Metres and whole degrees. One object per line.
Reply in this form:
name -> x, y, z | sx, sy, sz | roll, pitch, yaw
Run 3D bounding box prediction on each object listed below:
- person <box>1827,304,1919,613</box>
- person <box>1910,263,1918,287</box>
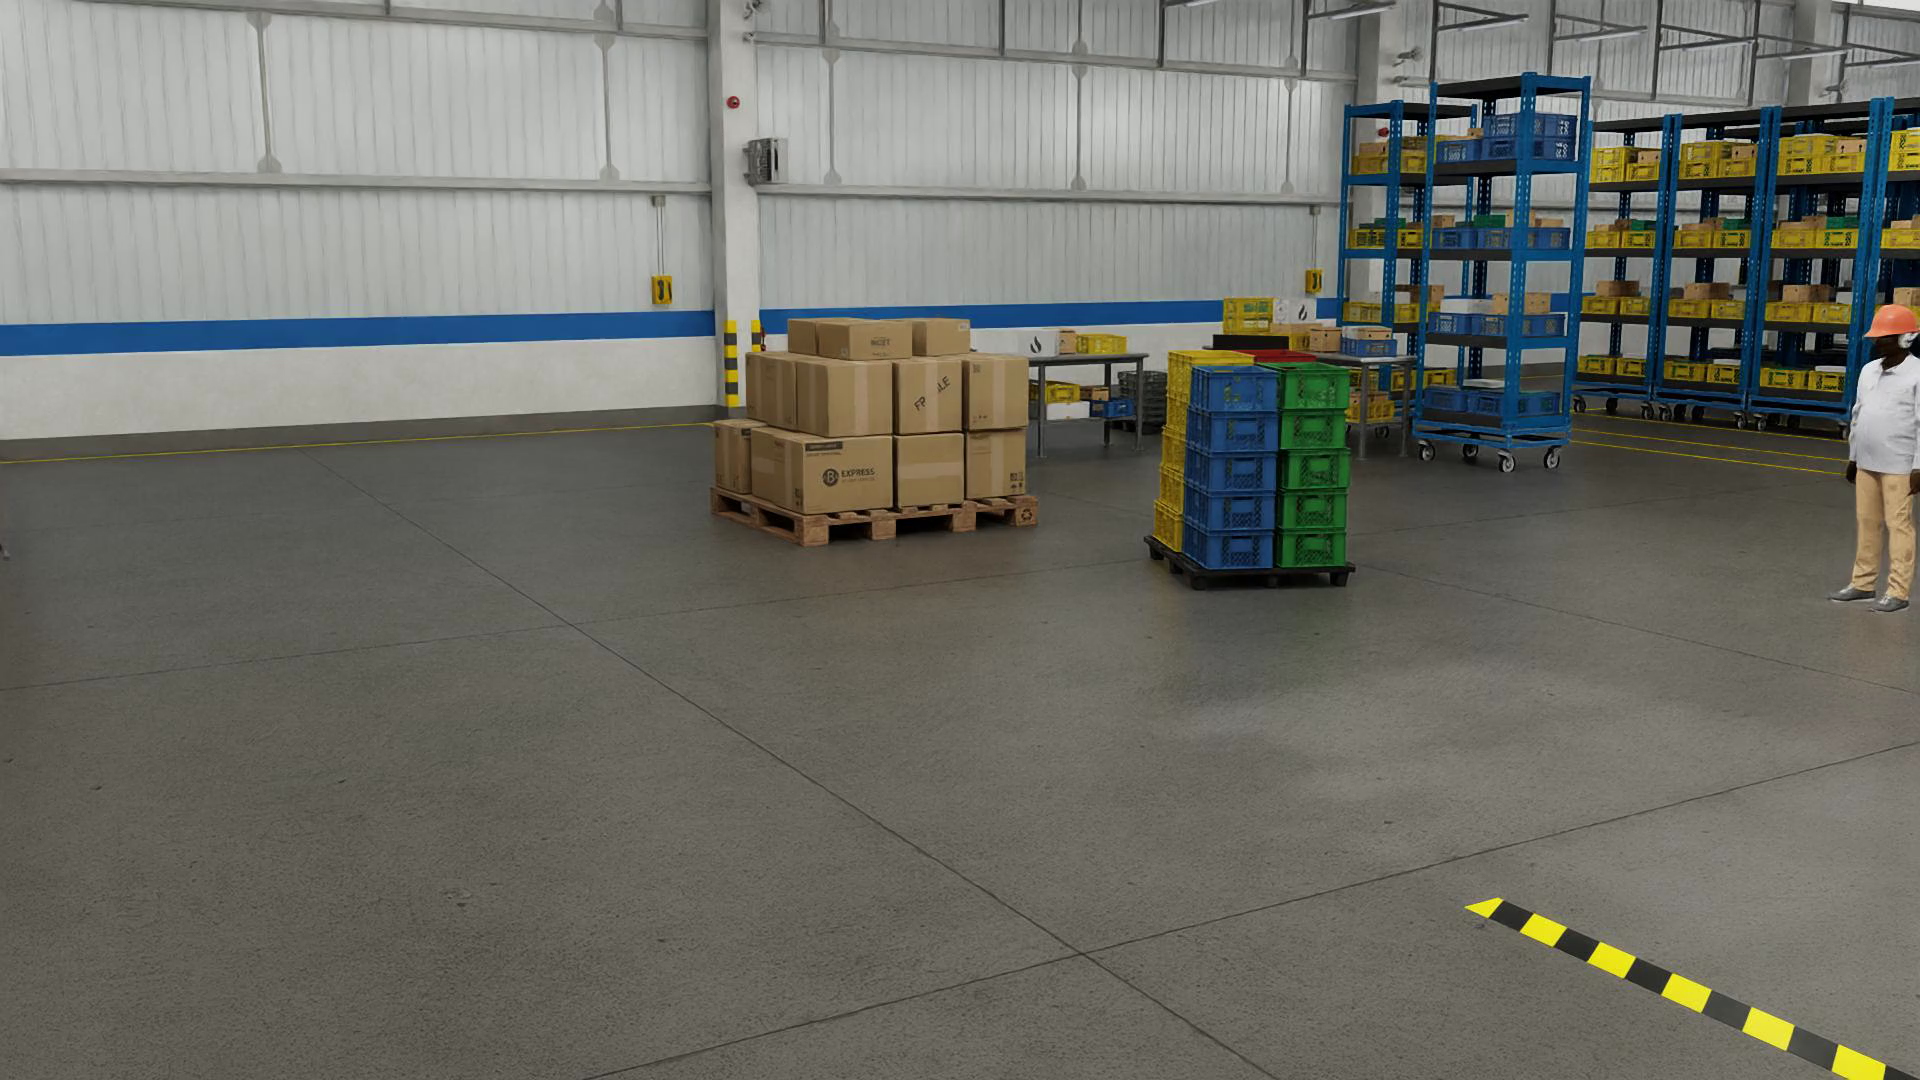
person -> 5.271, -0.463, 9.490 | 0.345, 1.746, 0.573 | -2, 10, -13
person -> 15.571, -3.646, 27.359 | 0.777, 1.809, 0.599 | -8, 13, -40
